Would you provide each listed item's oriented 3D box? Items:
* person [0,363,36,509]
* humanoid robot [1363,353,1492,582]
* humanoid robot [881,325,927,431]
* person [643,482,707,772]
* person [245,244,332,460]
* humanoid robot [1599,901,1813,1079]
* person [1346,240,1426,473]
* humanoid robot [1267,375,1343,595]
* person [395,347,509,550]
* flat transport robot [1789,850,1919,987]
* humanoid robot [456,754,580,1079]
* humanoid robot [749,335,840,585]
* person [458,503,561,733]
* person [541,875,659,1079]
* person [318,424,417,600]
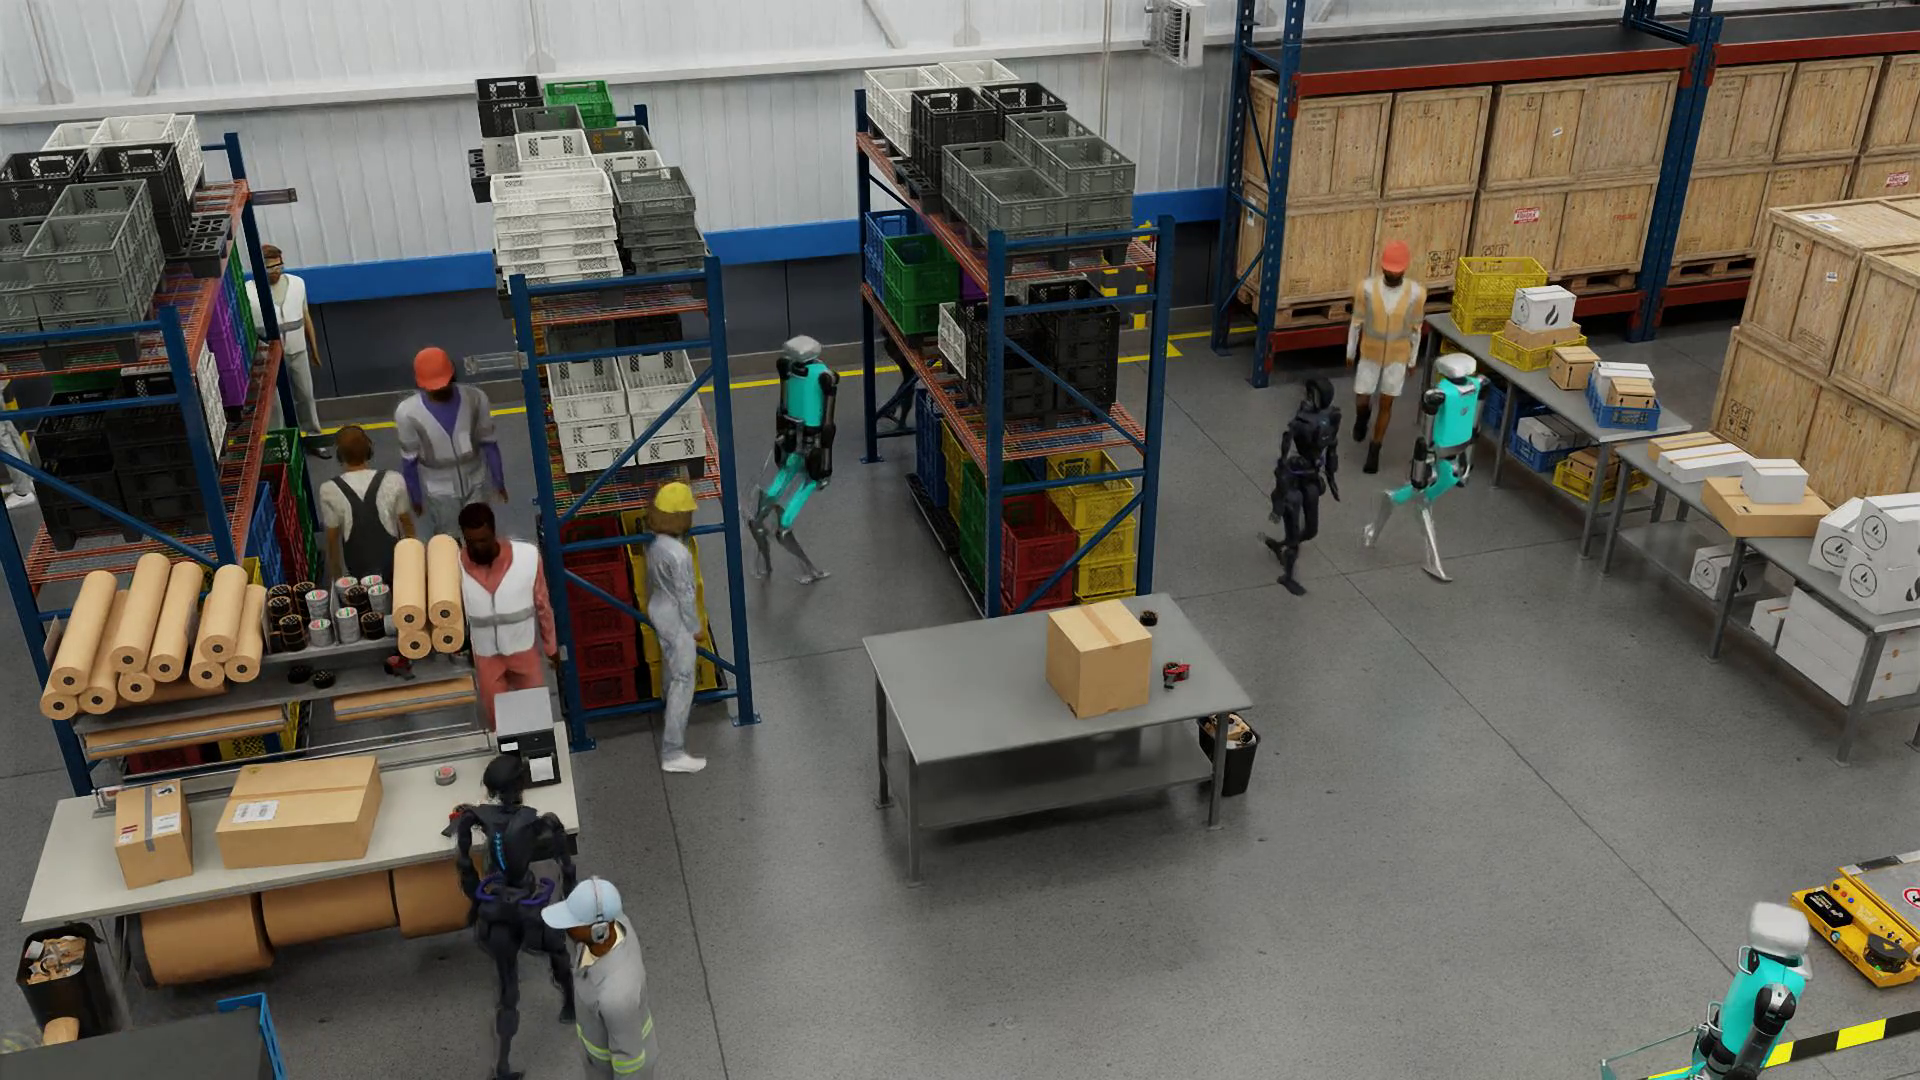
[{"bbox_3d":[-7.363,-1.127,12.549,0.316,1.869,0.530,-9,30,-15],"label":"person"},{"bbox_3d":[3.191,-0.570,11.721,0.574,1.810,0.911,-14,32,-24],"label":"humanoid robot"},{"bbox_3d":[-0.466,-1.645,13.688,0.358,1.640,0.614,-14,32,-23],"label":"humanoid robot"},{"bbox_3d":[-1.694,0.475,9.810,0.453,1.707,0.666,-16,33,-27],"label":"person"},{"bbox_3d":[-5.380,-1.469,13.211,0.385,1.836,0.567,26,38,38],"label":"person"},{"bbox_3d":[2.862,2.102,6.675,0.735,1.674,0.533,12,31,21],"label":"humanoid robot"},{"bbox_3d":[3.346,-1.492,13.169,0.553,1.916,0.575,7,30,13],"label":"person"},{"bbox_3d":[2.307,-0.424,11.474,0.585,1.637,0.506,-20,35,-32],"label":"humanoid robot"},{"bbox_3d":[-3.313,-0.352,10.989,0.626,2.013,0.436,-17,33,-28],"label":"person"},{"bbox_3d":[5.163,1.916,8.676,1.431,0.231,0.659,-8,30,-14],"label":"flat transport robot"},{"bbox_3d":[-2.029,1.730,7.622,0.599,1.647,0.760,4,29,8],"label":"humanoid robot"},{"bbox_3d":[-1.217,-0.483,11.526,0.532,1.785,0.791,23,36,35],"label":"humanoid robot"},{"bbox_3d":[-2.575,0.608,9.358,0.609,1.899,0.523,-9,30,-16],"label":"person"},{"bbox_3d":[-1.403,2.094,6.707,0.370,1.852,0.588,-10,30,-17],"label":"person"},{"bbox_3d":[-3.612,0.135,10.297,0.505,1.828,0.468,-7,30,-13],"label":"person"}]
